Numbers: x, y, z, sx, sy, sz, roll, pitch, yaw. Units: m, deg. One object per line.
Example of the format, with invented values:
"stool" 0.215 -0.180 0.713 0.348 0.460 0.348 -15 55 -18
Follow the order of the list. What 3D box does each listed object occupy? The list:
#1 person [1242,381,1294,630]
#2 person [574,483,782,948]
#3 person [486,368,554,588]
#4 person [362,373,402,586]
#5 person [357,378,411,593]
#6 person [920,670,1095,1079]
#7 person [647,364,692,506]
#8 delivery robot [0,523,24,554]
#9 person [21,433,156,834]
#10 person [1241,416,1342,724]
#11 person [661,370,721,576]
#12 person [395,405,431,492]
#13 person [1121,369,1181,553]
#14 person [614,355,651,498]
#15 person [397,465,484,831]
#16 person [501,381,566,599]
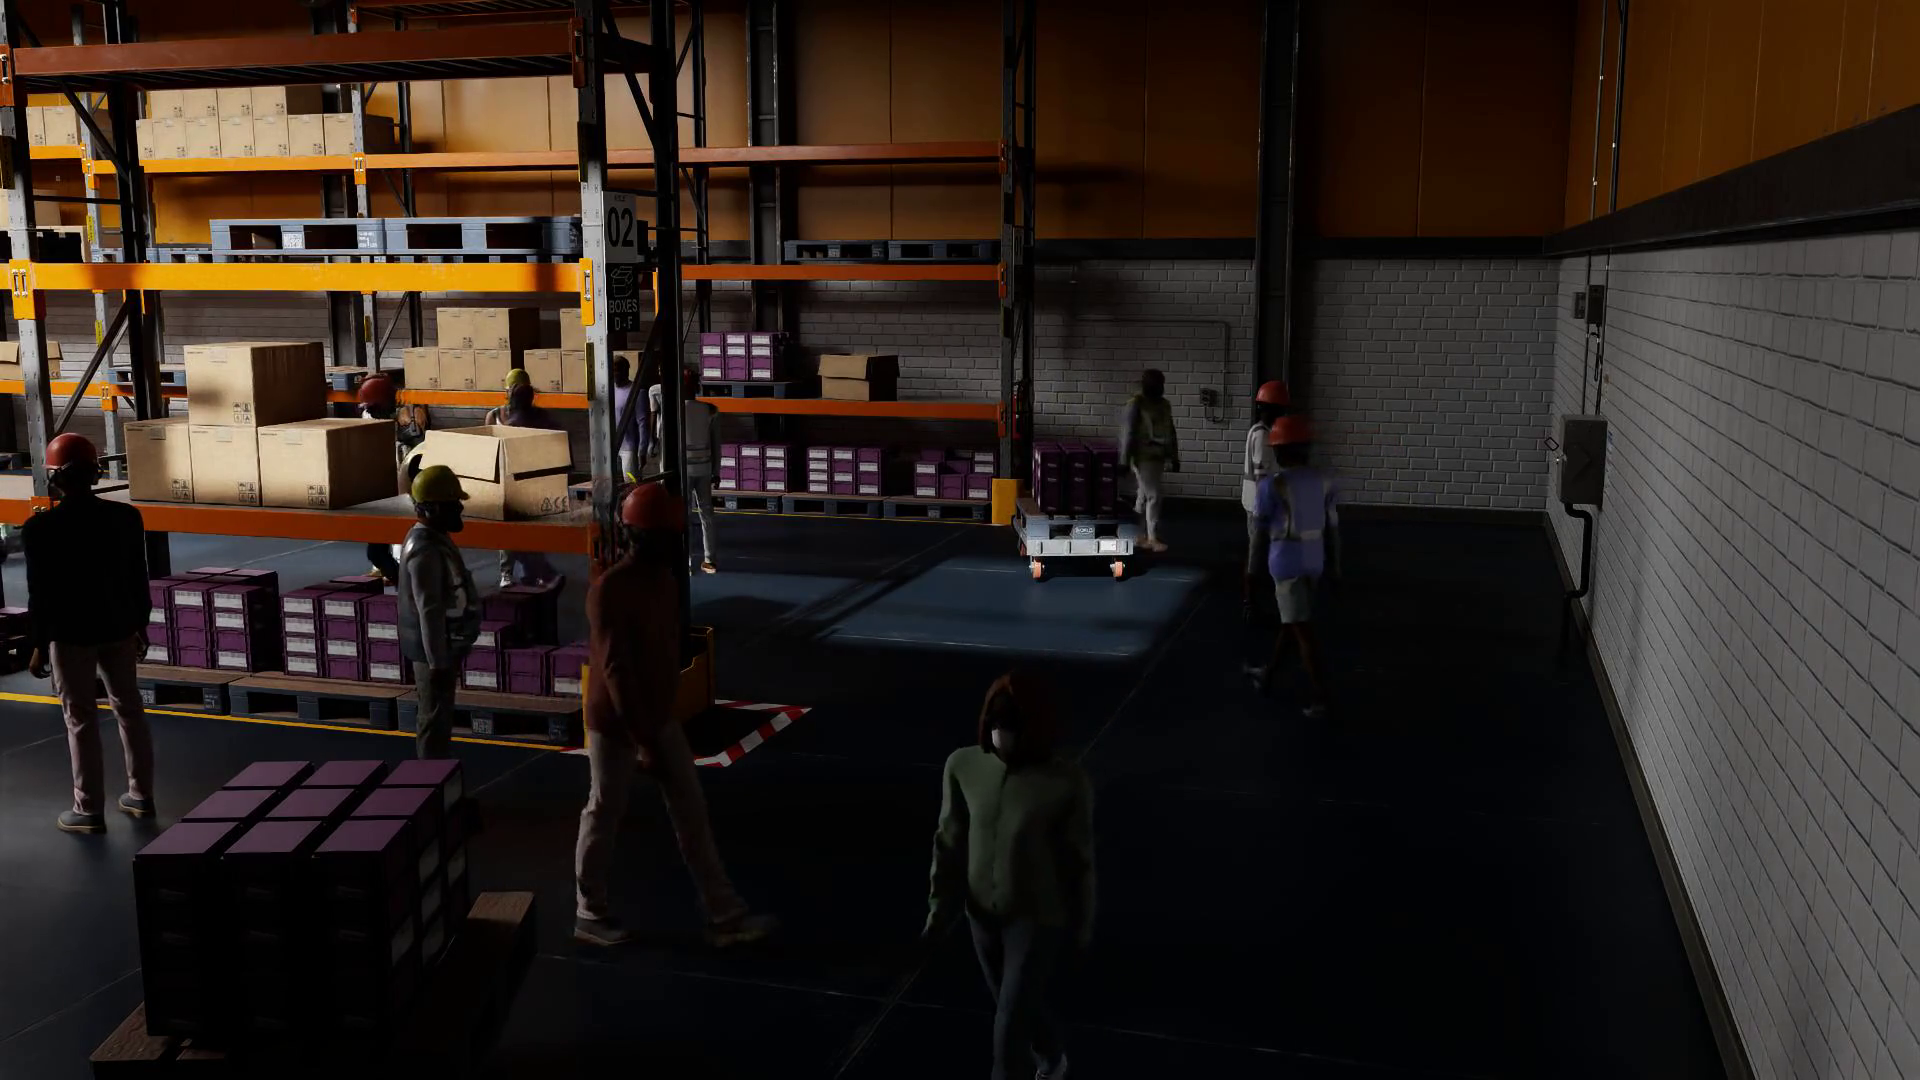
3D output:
"person" 2.387 -0.274 12.975 0.376 1.934 0.546 2 9 9
"person" -1.195 0.746 6.713 0.995 1.939 0.605 4 10 26
"person" -3.852 -0.545 14.642 0.588 1.928 0.384 -4 10 -21
"person" -5.095 -0.532 14.698 0.574 1.883 0.361 8 12 39
"person" -4.365 -0.278 12.931 0.541 1.950 0.744 -1 9 -4
"person" 0.190 1.167 5.222 0.494 1.595 0.853 6 11 31
"person" -3.131 -1.074 18.043 0.538 1.869 0.312 -5 10 -26
"delivery robot" -9.204 -0.117 15.924 0.707 0.478 0.477 5 10 26
"person" -4.353 0.460 8.311 0.396 1.993 0.617 6 11 32
"person" 2.076 0.163 10.479 0.534 1.871 1.033 -5 11 -30
"person" -2.452 -0.613 15.188 0.584 1.882 0.337 -6 11 -33
"person" -3.839 -0.043 11.876 0.429 1.837 0.626 -3 10 -17
"person" 1.930 -0.781 16.422 0.695 1.802 0.762 8 13 42
"person" -3.379 -0.898 16.764 0.633 1.936 0.355 7 11 35
"person" -2.604 0.534 8.352 0.404 1.834 0.591 -3 10 -16
"person" -3.512 -0.355 13.615 0.655 1.882 0.660 5 10 26
